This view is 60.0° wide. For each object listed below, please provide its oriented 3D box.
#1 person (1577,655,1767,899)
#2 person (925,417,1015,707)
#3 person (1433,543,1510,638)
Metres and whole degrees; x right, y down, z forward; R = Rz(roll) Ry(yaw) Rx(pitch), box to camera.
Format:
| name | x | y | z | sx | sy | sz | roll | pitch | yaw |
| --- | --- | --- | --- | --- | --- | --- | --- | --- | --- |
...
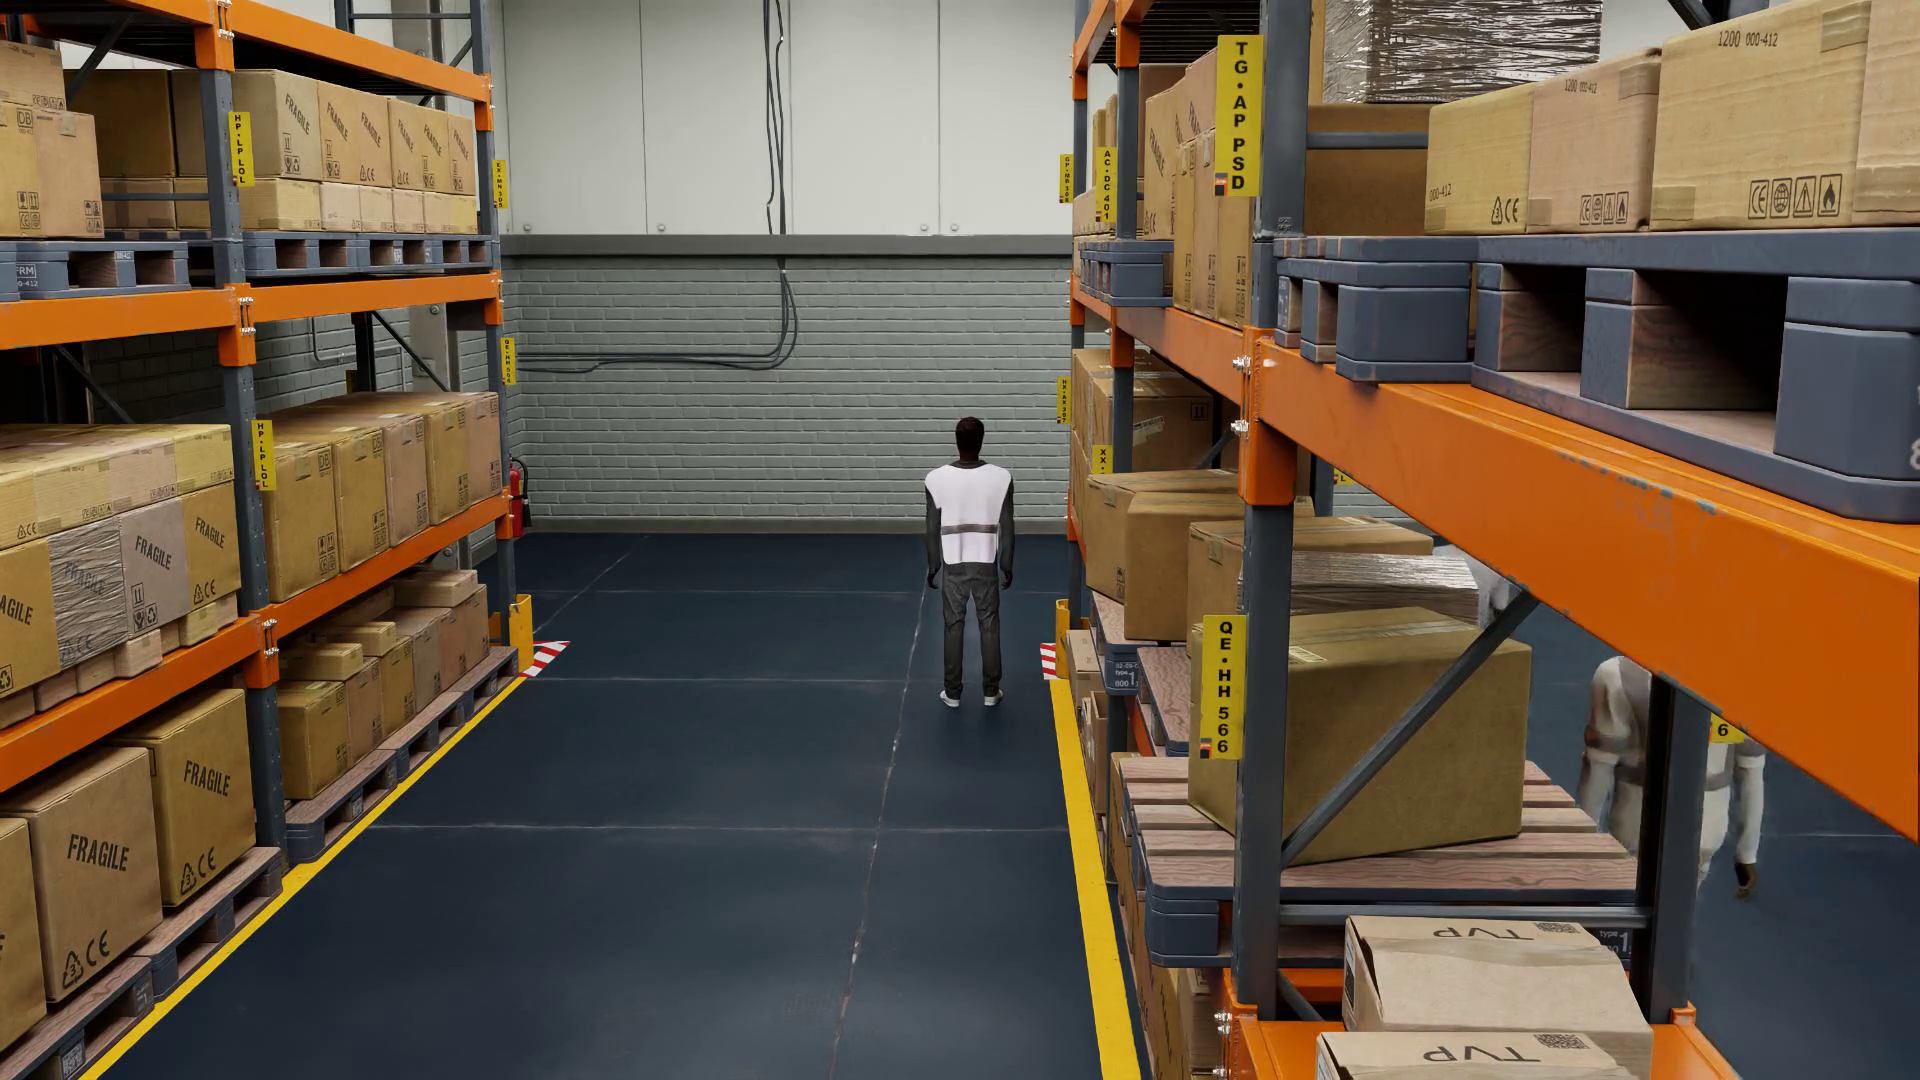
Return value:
| name | x | y | z | sx | sy | sz | roll | pitch | yaw |
| --- | --- | --- | --- | --- | --- | --- | --- | --- | --- |
| person | 2.482 | 1.022 | 5.777 | 0.611 | 2.010 | 1.012 | -1 | 10 | -4 |
| person | 0.065 | 0.151 | 10.916 | 0.592 | 1.919 | 0.392 | -1 | 10 | -4 |
| person | 2.450 | 0.636 | 8.415 | 0.534 | 1.842 | 0.805 | 0 | 10 | 2 |
